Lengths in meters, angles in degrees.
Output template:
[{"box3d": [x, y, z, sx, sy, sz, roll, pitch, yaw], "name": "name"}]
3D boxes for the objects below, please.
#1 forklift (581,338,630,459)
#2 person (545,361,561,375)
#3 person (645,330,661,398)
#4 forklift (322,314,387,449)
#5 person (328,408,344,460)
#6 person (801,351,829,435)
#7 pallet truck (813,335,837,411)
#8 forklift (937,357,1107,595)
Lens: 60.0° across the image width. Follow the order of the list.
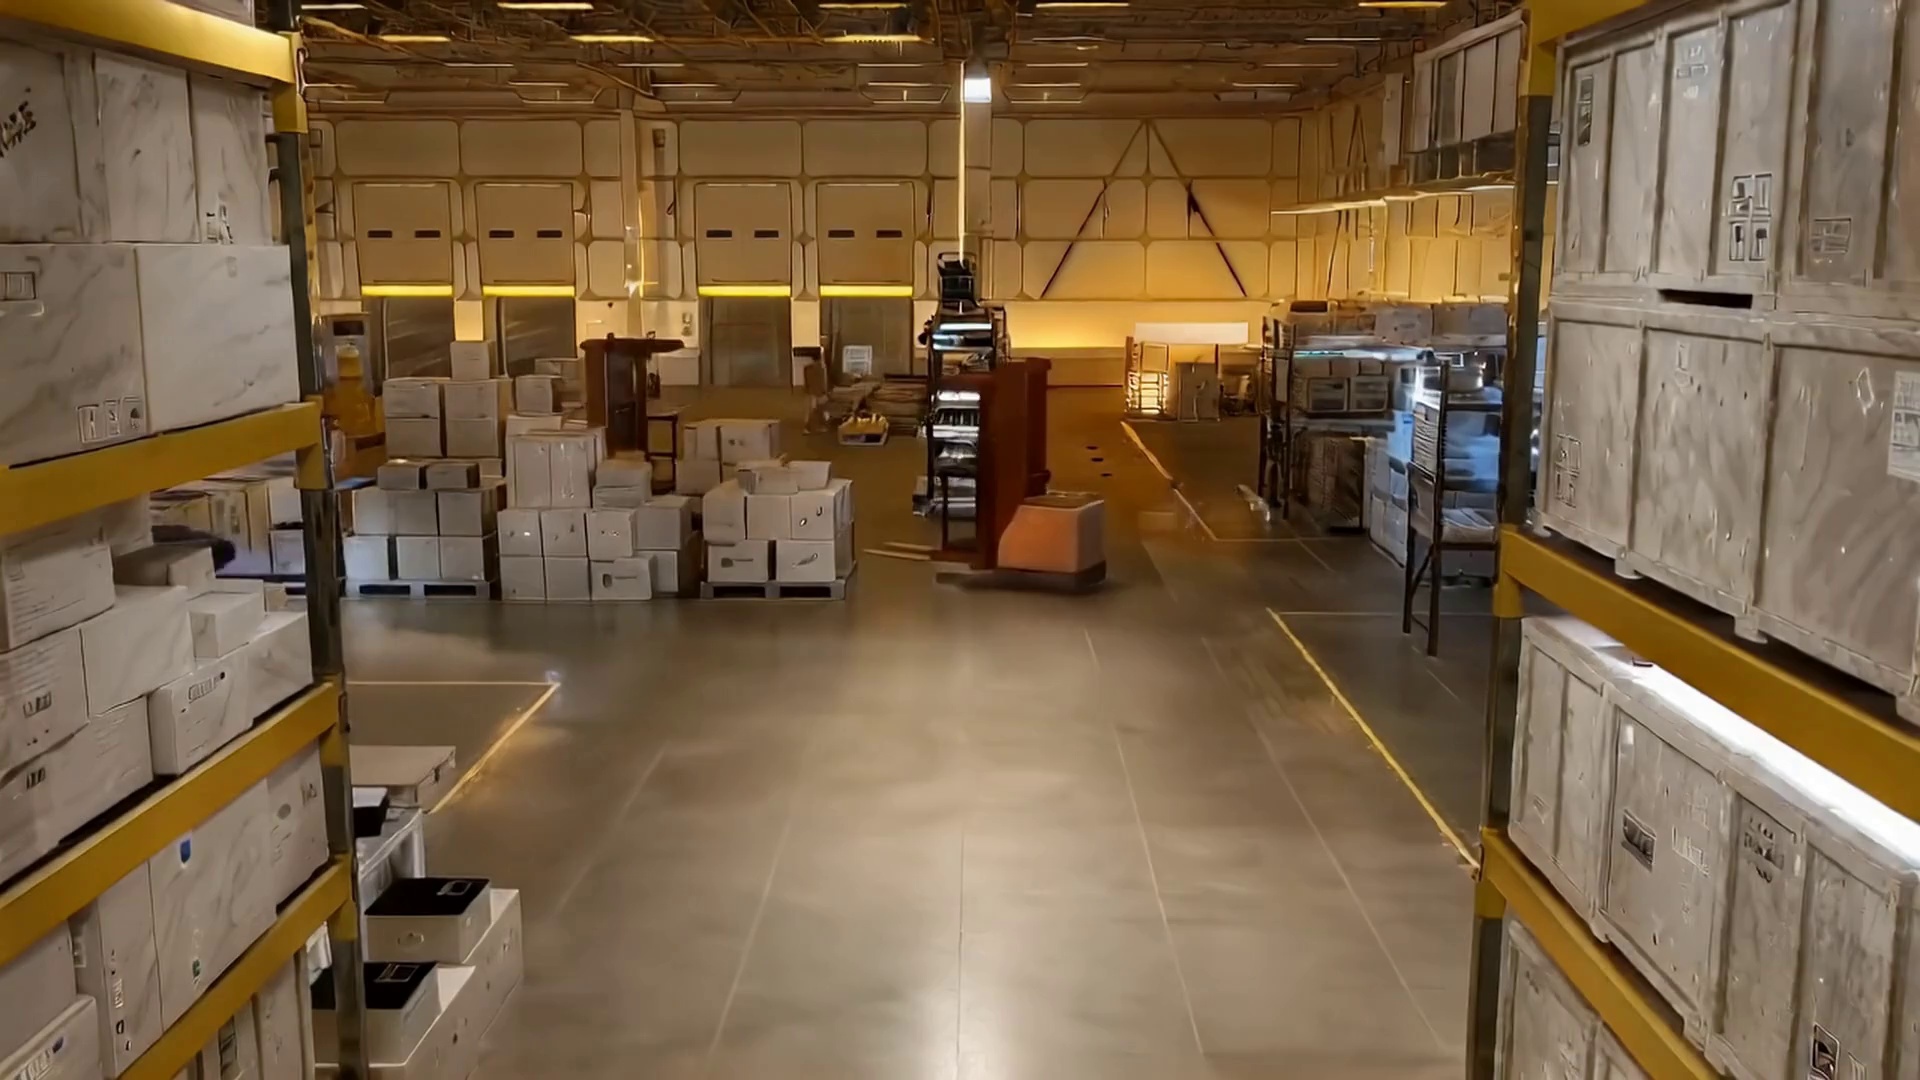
[{"box3d": [-5.320, -1.639, 25.159, 1.873, 2.768, 1.129, 3, 10, 15], "name": "forklift"}, {"box3d": [-8.362, -2.725, 34.171, 0.433, 1.918, 0.597, 0, 10, 2], "name": "person"}, {"box3d": [-8.749, -4.997, 47.282, 0.388, 1.930, 0.544, -9, 13, -41], "name": "person"}, {"box3d": [-12.976, -3.414, 35.398, 1.129, 2.768, 1.873, 0, 10, 1], "name": "forklift"}, {"box3d": [-9.085, -0.944, 23.916, 0.640, 1.922, 0.633, 2, 10, 10], "name": "person"}, {"box3d": [-3.298, -3.346, 37.875, 0.644, 1.904, 1.001, 4, 11, 22], "name": "person"}, {"box3d": [-3.021, -4.312, 43.126, 1.885, 1.965, 0.823, 3, 10, 17], "name": "pallet truck"}, {"box3d": [0.796, -0.841, 20.553, 1.873, 2.768, 1.129, 5, 11, 25], "name": "forklift"}]
